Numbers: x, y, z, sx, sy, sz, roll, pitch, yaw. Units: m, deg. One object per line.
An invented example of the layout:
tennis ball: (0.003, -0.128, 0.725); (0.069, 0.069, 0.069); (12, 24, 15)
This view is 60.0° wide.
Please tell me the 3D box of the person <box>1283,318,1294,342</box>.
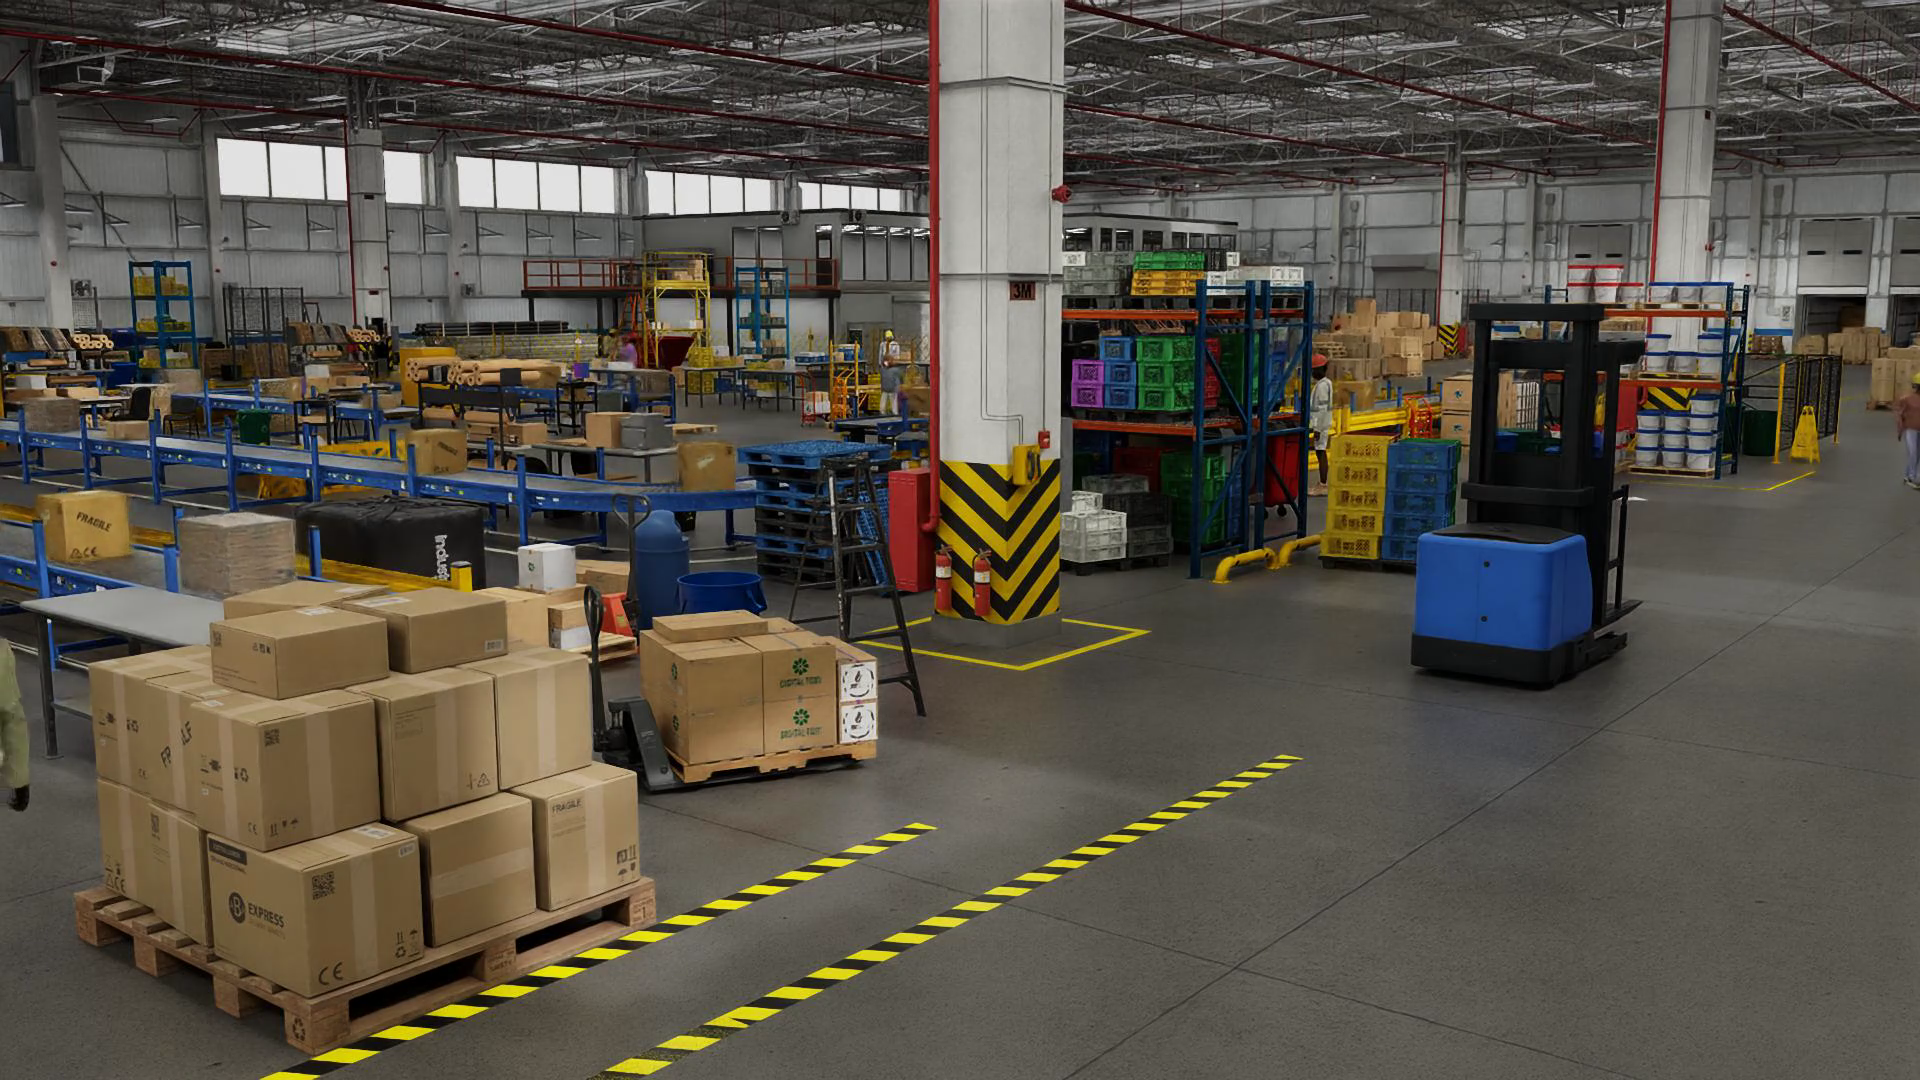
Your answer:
person: (15.117, -9.381, 76.666); (0.536, 1.826, 0.431); (3, 9, 19)

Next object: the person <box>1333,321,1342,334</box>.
person: (13.685, -6.951, 60.039); (0.869, 1.910, 0.554); (3, 9, 19)

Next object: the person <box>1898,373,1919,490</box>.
person: (14.244, -1.631, 24.760); (0.532, 1.725, 0.885); (1, 9, 9)

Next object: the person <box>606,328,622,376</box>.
person: (-11.913, -6.457, 57.347); (0.487, 1.717, 0.805); (6, 10, 36)

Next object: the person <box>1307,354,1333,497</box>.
person: (5.106, -1.625, 23.696); (0.389, 2.034, 0.605); (2, 9, 15)

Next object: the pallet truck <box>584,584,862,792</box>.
pallet truck: (-1.426, 0.805, 10.019); (1.601, 1.201, 0.680); (-4, 9, -26)

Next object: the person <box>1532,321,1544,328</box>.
person: (24.994, -8.713, 71.823); (0.631, 1.930, 0.543); (1, 9, 10)

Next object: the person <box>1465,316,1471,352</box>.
person: (24.452, -9.923, 80.313); (0.733, 1.840, 0.520); (1, 9, 8)

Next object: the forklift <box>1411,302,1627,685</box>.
forklift: (4.379, -0.438, 12.852); (1.129, 2.768, 1.873); (7, 11, 37)

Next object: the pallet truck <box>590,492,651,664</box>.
pallet truck: (-3.115, 0.344, 12.883); (0.653, 1.274, 1.630); (7, 11, 37)

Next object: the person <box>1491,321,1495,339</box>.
person: (20.033, -7.369, 62.914); (0.337, 1.883, 0.584); (-3, 9, -22)

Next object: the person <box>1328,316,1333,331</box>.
person: (19.189, -10.721, 85.825); (0.626, 1.798, 0.962); (-6, 10, -33)

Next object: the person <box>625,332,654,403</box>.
person: (-8.530, -4.490, 43.521); (1.001, 1.883, 0.549); (-4, 9, -25)

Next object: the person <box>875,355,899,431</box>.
person: (-1.518, -3.048, 34.688); (0.499, 1.606, 0.687); (5, 10, 28)

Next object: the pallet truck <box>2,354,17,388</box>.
pallet truck: (-24.881, -4.417, 42.634); (1.885, 1.965, 0.823); (8, 11, 41)

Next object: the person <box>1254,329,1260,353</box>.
person: (9.808, -6.102, 54.405); (0.550, 1.889, 1.012); (-6, 11, -37)

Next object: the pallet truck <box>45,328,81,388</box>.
pallet truck: (-23.775, -4.544, 43.495); (1.885, 1.965, 0.823); (6, 10, 35)

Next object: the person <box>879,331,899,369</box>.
person: (-2.033, -5.072, 47.604); (0.596, 1.832, 0.404); (1, 8, 5)

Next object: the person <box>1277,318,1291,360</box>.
person: (13.039, -7.950, 66.820); (0.610, 1.884, 0.808); (6, 10, 33)

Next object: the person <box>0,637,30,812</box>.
person: (-4.159, 0.980, 6.849); (0.615, 1.814, 0.432); (-8, 11, -42)

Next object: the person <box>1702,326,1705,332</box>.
person: (24.646, -6.395, 55.822); (0.538, 2.000, 0.684); (-2, 9, -15)
